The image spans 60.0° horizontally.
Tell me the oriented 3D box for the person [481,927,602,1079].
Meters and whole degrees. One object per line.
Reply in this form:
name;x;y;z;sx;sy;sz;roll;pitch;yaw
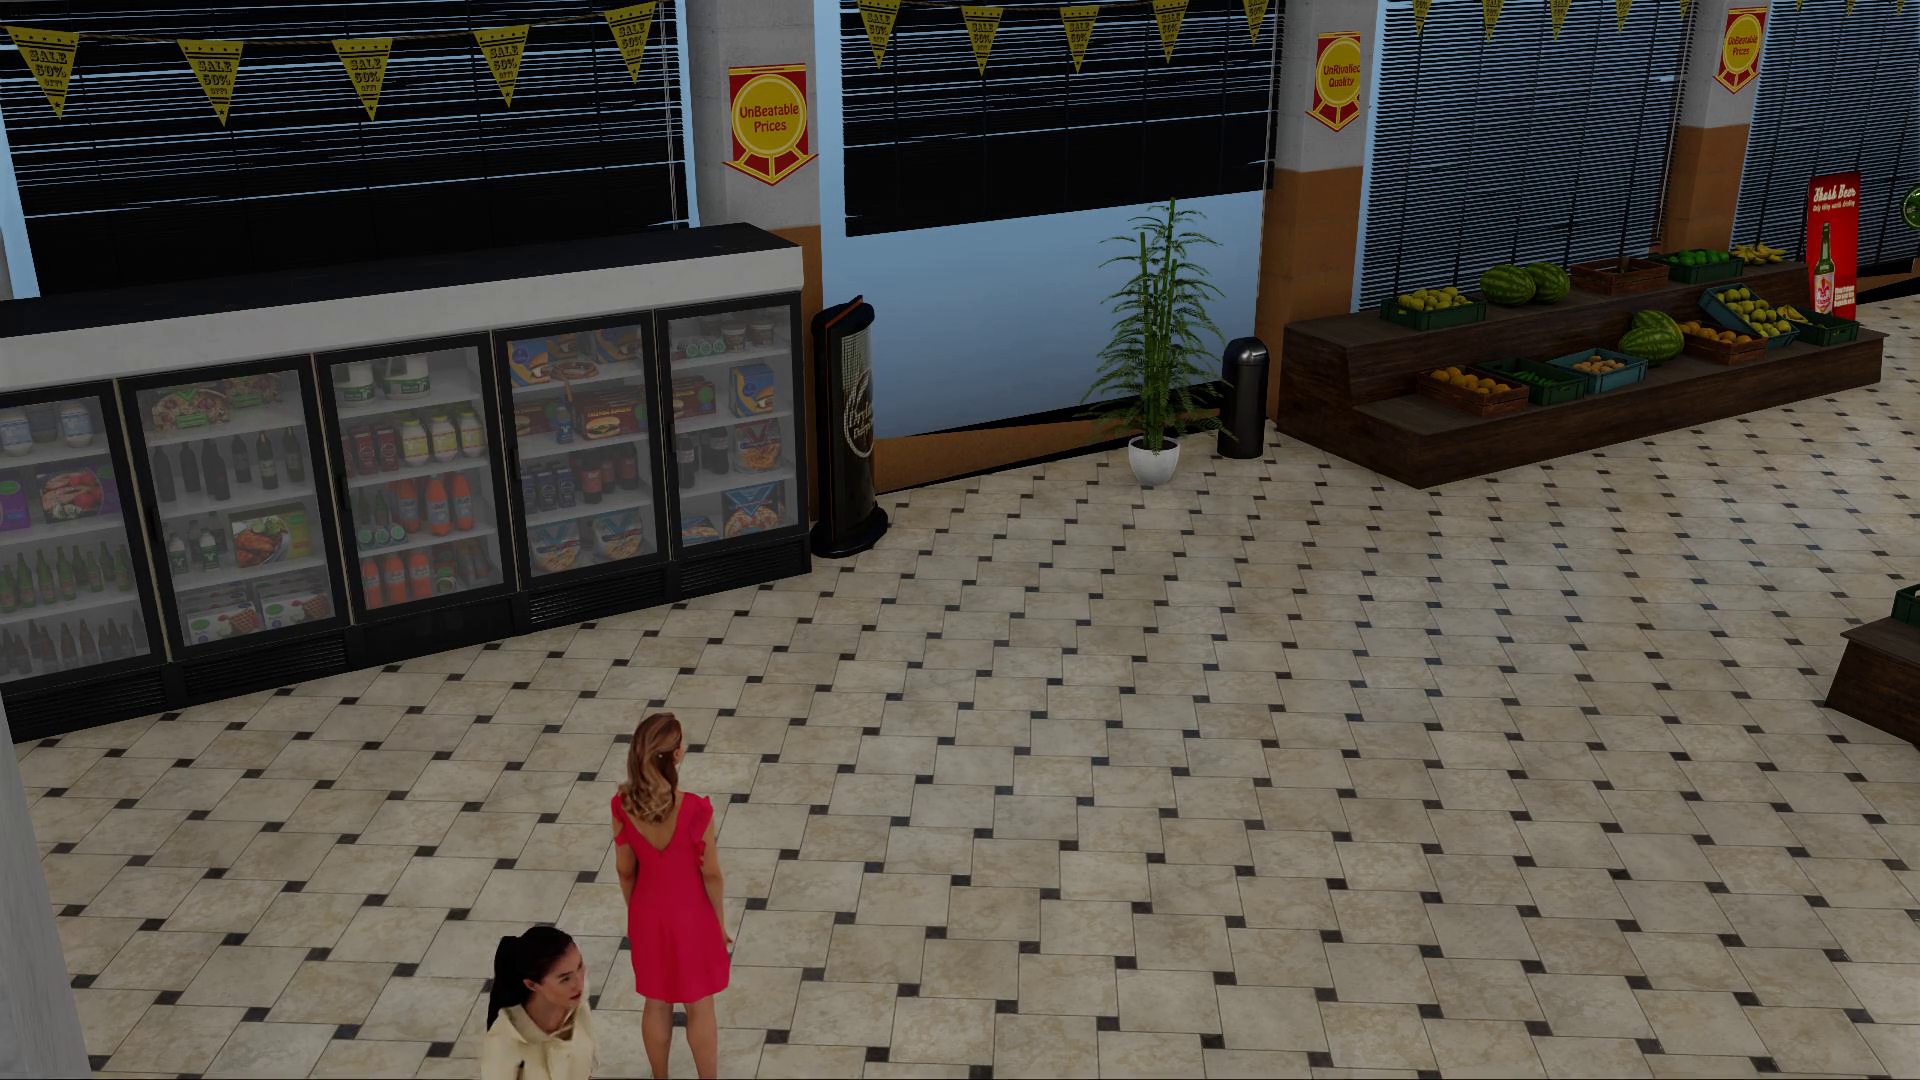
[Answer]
person;-1.403;1.892;5.326;1.032;1.603;1.038;10;24;23

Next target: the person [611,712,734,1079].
person;-1.088;1.445;6.275;0.660;1.726;0.724;5;22;13
